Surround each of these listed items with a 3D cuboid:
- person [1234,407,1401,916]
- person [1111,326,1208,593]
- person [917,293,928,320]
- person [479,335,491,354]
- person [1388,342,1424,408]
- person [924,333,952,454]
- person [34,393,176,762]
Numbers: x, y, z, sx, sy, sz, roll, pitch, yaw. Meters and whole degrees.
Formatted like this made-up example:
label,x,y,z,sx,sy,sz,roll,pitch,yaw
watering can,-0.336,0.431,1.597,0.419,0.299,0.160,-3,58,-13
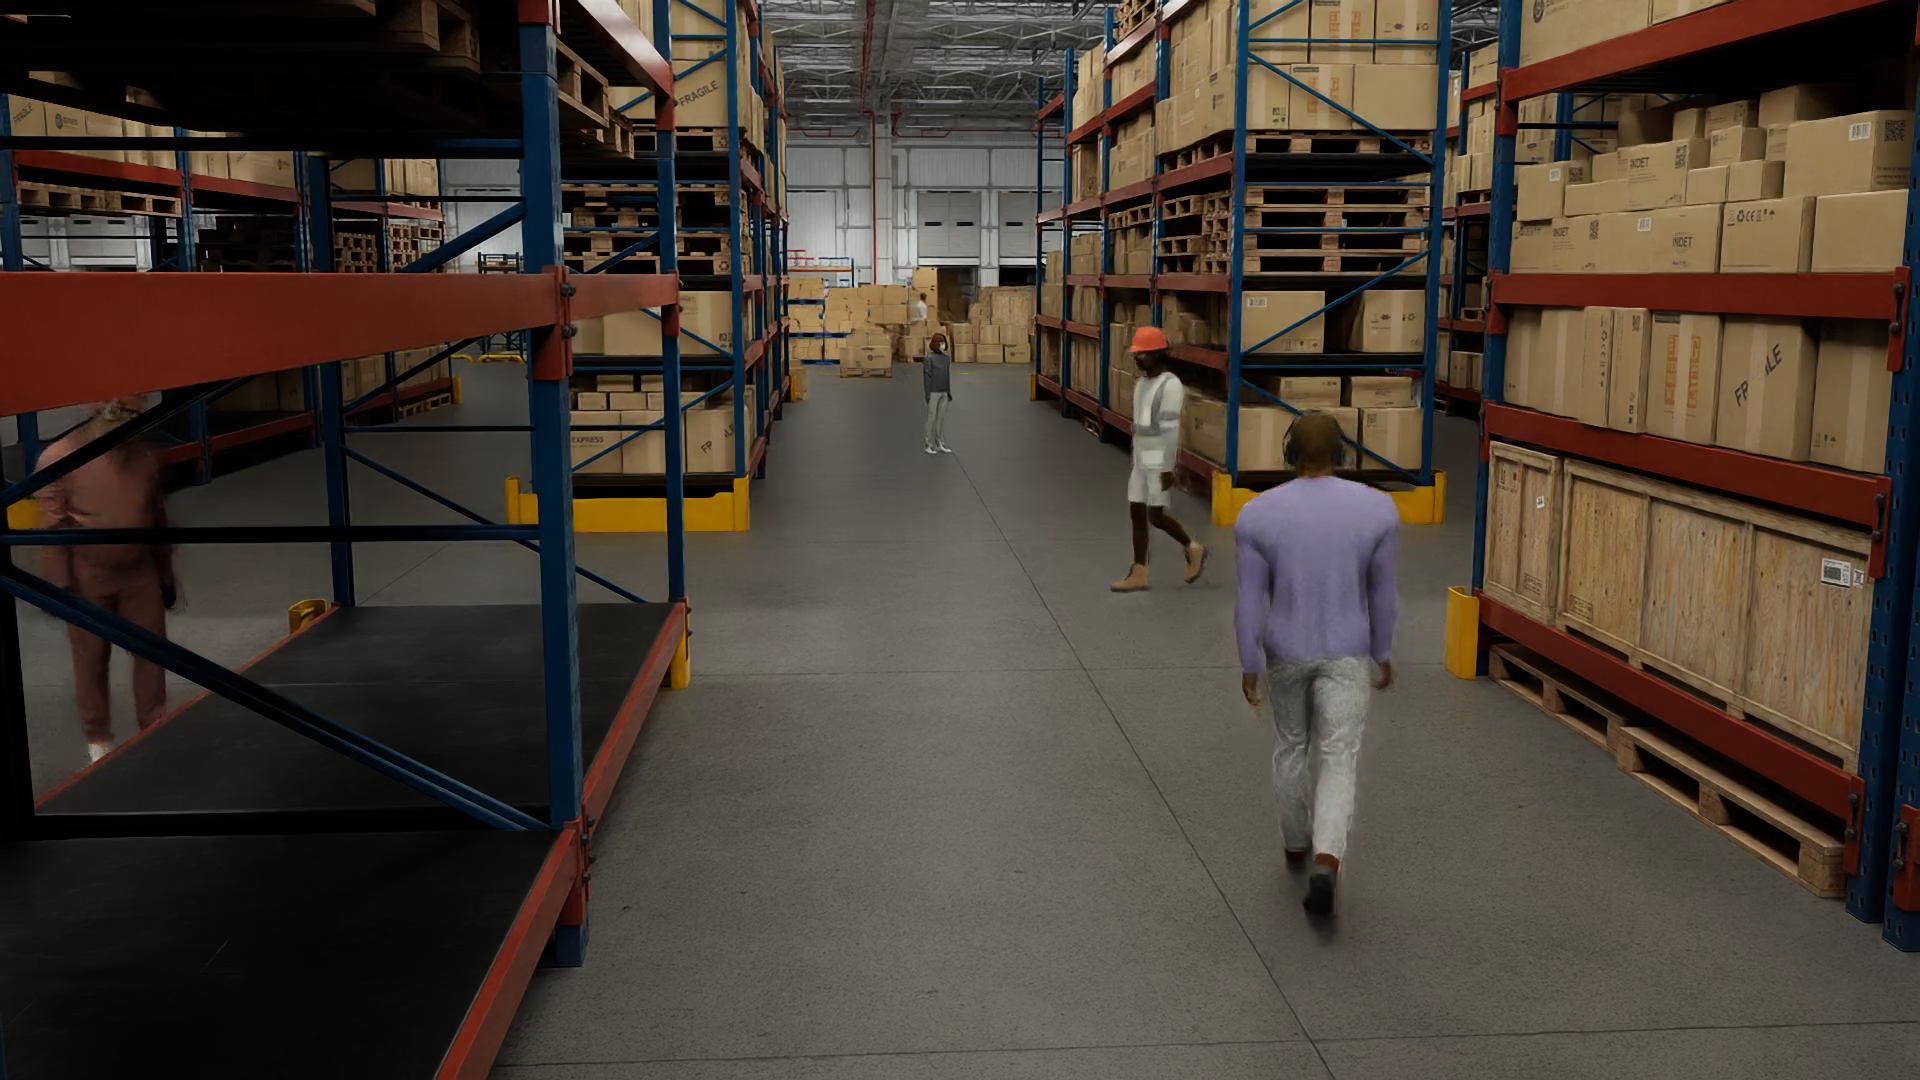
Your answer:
label,x,y,z,sx,sy,sz,roll,pitch,yaw
person,1.358,0.448,6.389,0.629,1.915,0.918,2,9,14
person,1.502,-0.603,12.577,0.687,2.028,0.629,-4,10,-25
person,-1.201,-6.525,50.244,1.021,1.903,0.628,1,9,3
person,-14.385,-6.495,50.231,0.549,1.823,0.698,-2,9,-11
person,6.701,-2.445,24.803,0.630,1.827,0.604,-1,9,-4
person,-0.296,-1.975,22.435,0.265,1.631,0.507,8,12,40
person,-4.147,0.187,8.146,0.402,1.890,0.670,6,11,32
